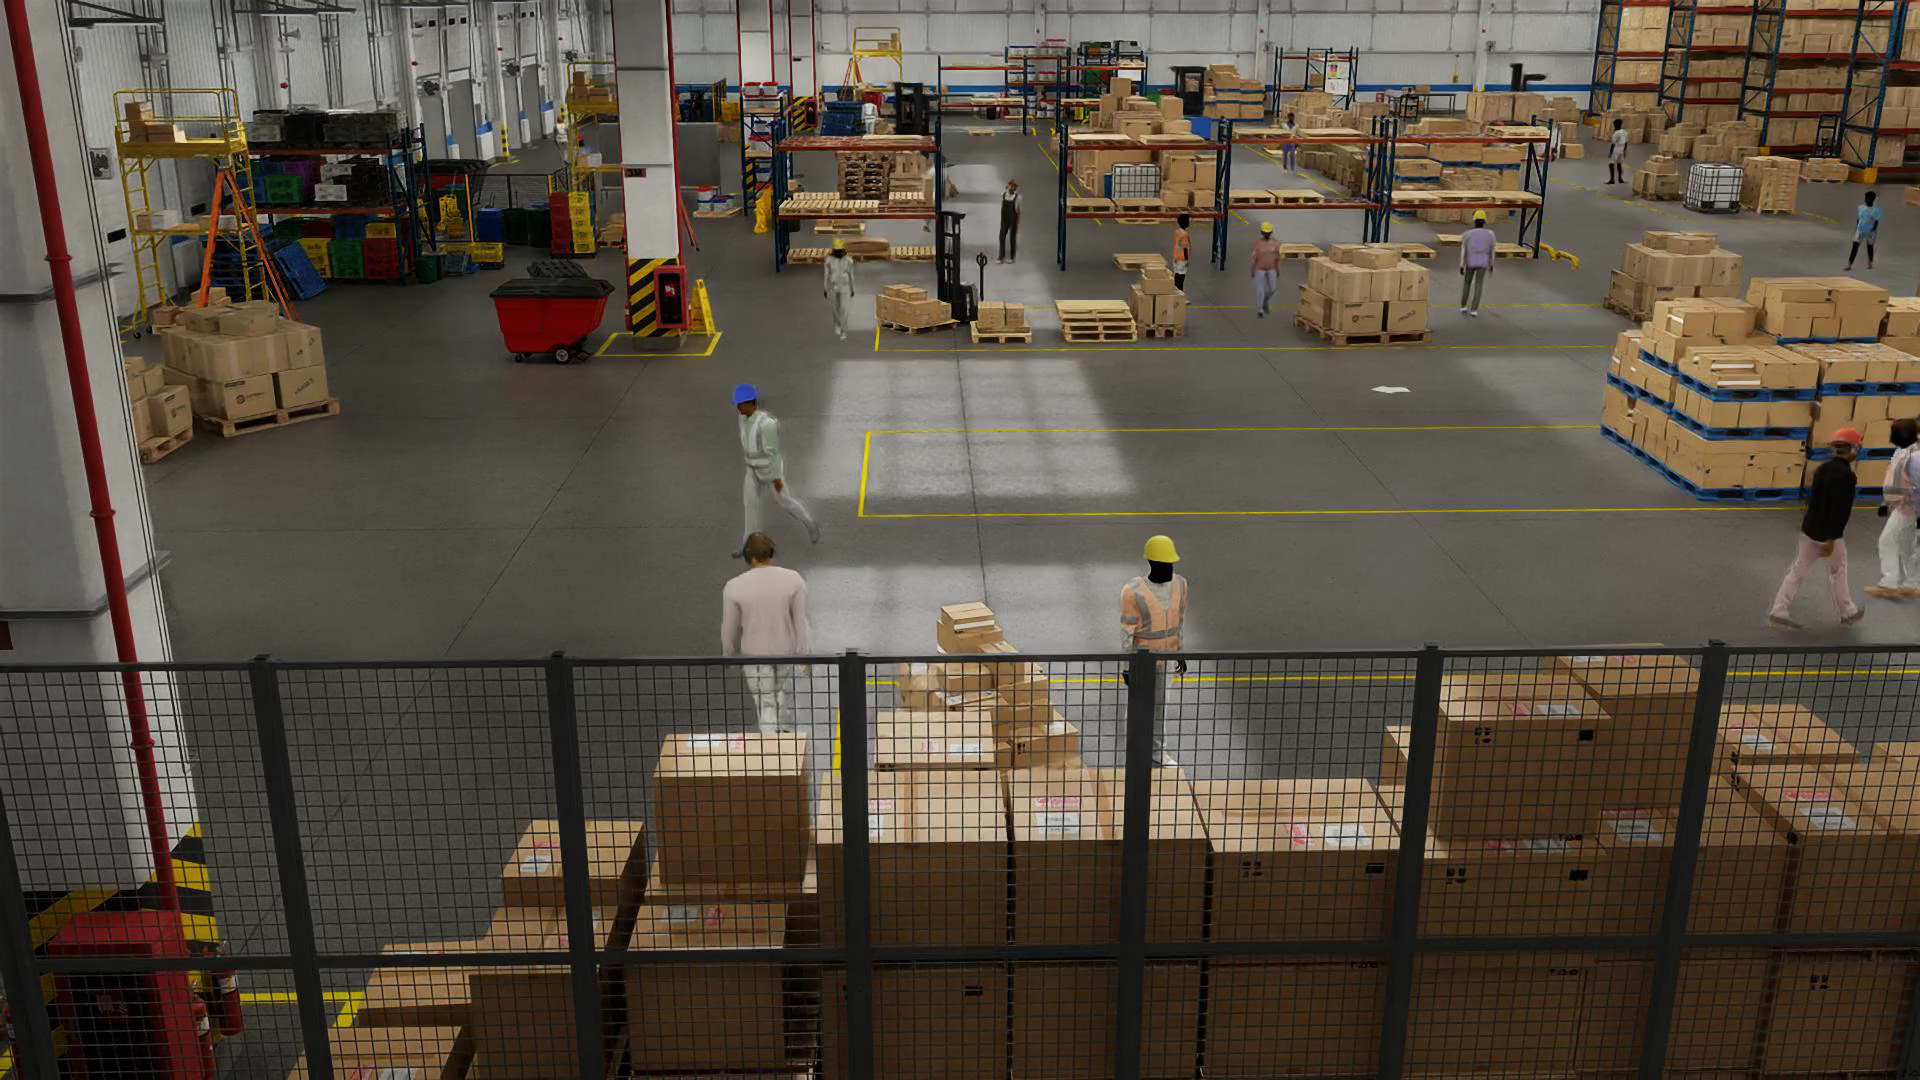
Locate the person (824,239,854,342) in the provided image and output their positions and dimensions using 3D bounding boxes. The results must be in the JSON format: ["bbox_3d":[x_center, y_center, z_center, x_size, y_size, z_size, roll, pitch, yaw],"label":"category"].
[{"bbox_3d":[-2.071,-4.319,28.501,0.500,1.700,0.900,0,19,-1],"label":"person"}]

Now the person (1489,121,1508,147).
[{"bbox_3d":[15.932,-11.414,49.206,0.572,1.922,0.574,-2,19,-6],"label":"person"}]

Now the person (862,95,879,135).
[{"bbox_3d":[-3.277,-15.392,61.123,0.594,1.845,0.892,3,19,8],"label":"person"}]

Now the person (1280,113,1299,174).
[{"bbox_3d":[10.404,-12.499,52.504,0.599,1.874,0.979,1,19,2],"label":"person"}]

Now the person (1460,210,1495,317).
[{"bbox_3d":[9.461,-5.084,30.470,0.608,1.893,0.781,5,19,15],"label":"person"}]

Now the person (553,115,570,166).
[{"bbox_3d":[-13.150,-13.194,54.930,0.538,1.623,0.432,-3,19,-10],"label":"person"}]

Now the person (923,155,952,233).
[{"bbox_3d":[-0.571,-8.359,40.215,1.050,1.878,0.665,14,23,35],"label":"person"}]

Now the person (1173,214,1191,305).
[{"bbox_3d":[4.199,-5.313,31.457,0.318,1.697,0.535,-4,19,-11],"label":"person"}]

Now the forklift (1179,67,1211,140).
[{"bbox_3d":[8.564,-16.052,61.490,1.129,2.768,1.873,-3,19,-9],"label":"forklift"}]

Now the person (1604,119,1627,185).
[{"bbox_3d":[19.748,-11.627,49.873,0.812,1.931,0.363,-15,24,-38],"label":"person"}]

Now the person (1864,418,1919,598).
[{"bbox_3d":[9.348,-0.306,16.459,0.623,1.794,0.653,7,20,21],"label":"person"}]

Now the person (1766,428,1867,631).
[{"bbox_3d":[8.168,-0.075,15.571,1.001,1.917,0.677,-1,19,-4],"label":"person"}]

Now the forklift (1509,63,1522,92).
[{"bbox_3d":[21.238,-16.850,63.858,1.873,2.768,1.129,4,19,13],"label":"forklift"}]

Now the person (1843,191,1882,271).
[{"bbox_3d":[19.153,-6.534,35.146,0.856,1.653,0.535,-14,23,-35],"label":"person"}]

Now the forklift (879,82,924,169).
[{"bbox_3d":[-1.621,-13.024,52.507,1.129,2.768,1.873,14,23,35],"label":"forklift"}]

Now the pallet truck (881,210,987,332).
[{"bbox_3d":[-0.493,-4.759,29.349,1.885,1.965,0.823,-13,23,-34],"label":"pallet truck"}]

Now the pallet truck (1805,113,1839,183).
[{"bbox_3d":[26.403,-11.957,50.702,0.823,1.965,1.885,6,19,16],"label":"pallet truck"}]

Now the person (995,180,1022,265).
[{"bbox_3d":[1.031,-6.807,35.706,0.544,1.811,0.779,11,21,29],"label":"person"}]

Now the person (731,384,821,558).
[{"bbox_3d":[-1.999,-0.784,17.739,0.996,1.894,0.630,-17,25,-42],"label":"person"}]

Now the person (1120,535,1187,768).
[{"bbox_3d":[1.488,0.881,12.722,0.591,1.930,0.357,-11,21,-29],"label":"person"}]

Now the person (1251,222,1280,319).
[{"bbox_3d":[5.527,-4.878,30.080,0.542,1.750,0.367,-2,19,-5],"label":"person"}]

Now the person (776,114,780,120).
[{"bbox_3d":[-5.907,-12.719,53.087,0.716,1.917,0.636,-18,25,-42],"label":"person"}]

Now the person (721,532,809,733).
[{"bbox_3d":[-1.550,0.827,12.942,0.642,1.887,1.008,-8,20,-22],"label":"person"}]

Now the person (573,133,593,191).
[{"bbox_3d":[-10.374,-10.234,45.771,0.548,1.892,0.983,2,19,6],"label":"person"}]

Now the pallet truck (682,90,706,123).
[{"bbox_3d":[-9.671,-15.907,62.421,0.823,1.965,1.885,5,19,15],"label":"pallet truck"}]
